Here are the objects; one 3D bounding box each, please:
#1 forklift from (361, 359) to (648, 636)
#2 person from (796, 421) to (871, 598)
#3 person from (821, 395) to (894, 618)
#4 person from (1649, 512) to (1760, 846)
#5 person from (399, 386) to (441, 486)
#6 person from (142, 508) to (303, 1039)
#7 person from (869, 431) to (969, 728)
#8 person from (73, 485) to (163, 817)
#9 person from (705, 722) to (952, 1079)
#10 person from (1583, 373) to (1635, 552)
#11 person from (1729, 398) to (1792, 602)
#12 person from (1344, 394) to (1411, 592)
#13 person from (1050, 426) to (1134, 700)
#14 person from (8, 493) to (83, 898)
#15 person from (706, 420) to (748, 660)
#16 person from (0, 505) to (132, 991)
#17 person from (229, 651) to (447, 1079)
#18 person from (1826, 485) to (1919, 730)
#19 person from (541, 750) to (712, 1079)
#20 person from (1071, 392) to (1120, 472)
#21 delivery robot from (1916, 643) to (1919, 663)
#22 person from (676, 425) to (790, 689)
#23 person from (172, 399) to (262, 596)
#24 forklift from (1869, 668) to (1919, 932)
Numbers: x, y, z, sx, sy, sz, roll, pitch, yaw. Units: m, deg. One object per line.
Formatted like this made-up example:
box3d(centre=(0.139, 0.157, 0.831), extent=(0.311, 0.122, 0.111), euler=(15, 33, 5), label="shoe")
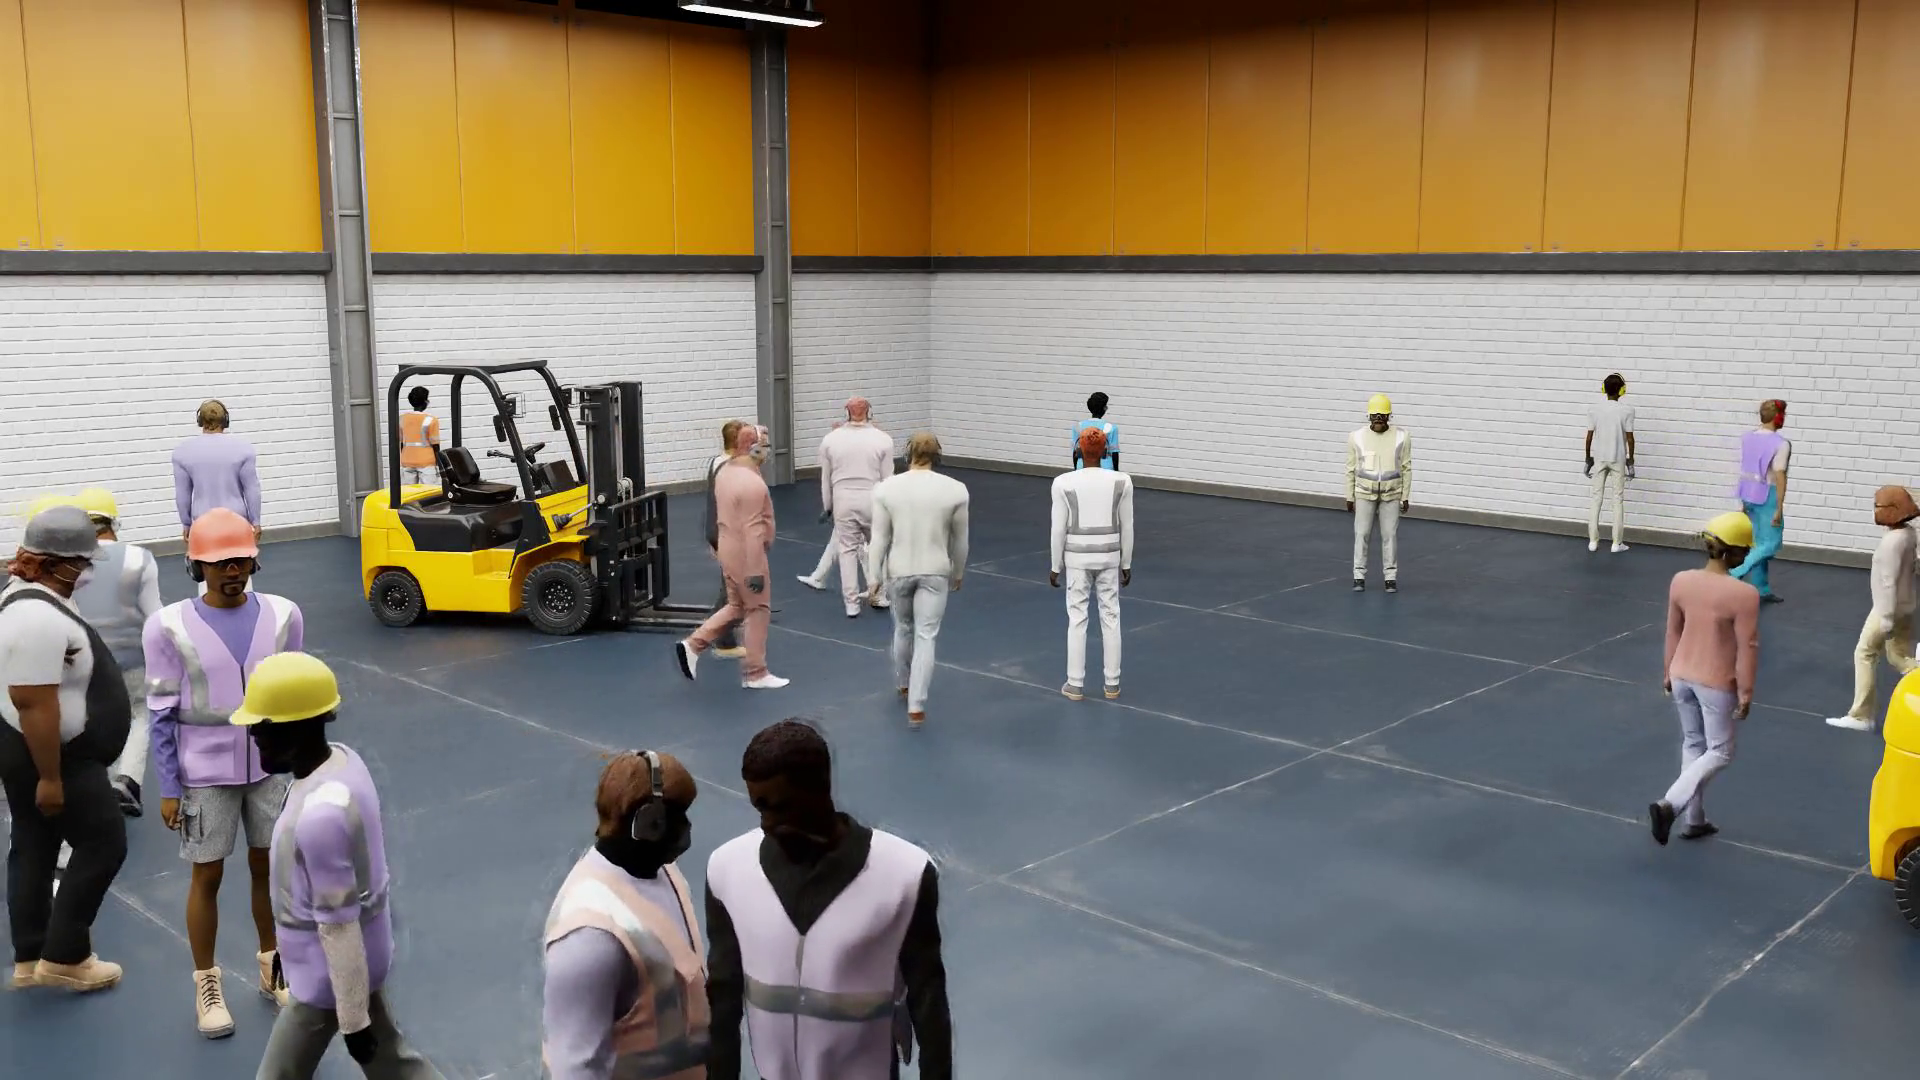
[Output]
box3d(centre=(-3.850, -0.407, 13.936), extent=(2.313, 2.155, 1.214), euler=(2, 9, 11), label="forklift")
box3d(centre=(-1.075, -0.267, 14.941), extent=(0.882, 1.587, 0.515), euler=(2, 9, 9), label="person")
box3d(centre=(-0.857, -0.298, 14.223), extent=(0.657, 1.877, 0.717), euler=(1, 9, 5), label="person")
box3d(centre=(3.734, 0.724, 8.413), extent=(0.622, 1.747, 0.538), euler=(-5, 10, -27), label="person")
box3d(centre=(-5.835, -0.815, 17.992), extent=(0.527, 1.690, 0.321), euler=(3, 10, 16), label="person")
box3d(centre=(-2.811, 0.886, 6.476), extent=(0.605, 2.044, 0.375), euler=(-9, 13, -44), label="person")
box3d(centre=(-0.257, 0.231, 10.953), extent=(0.645, 1.887, 1.039), euler=(1, 9, 8), label="person")
box3d(centre=(-4.518, 0.620, 8.807), extent=(0.587, 1.813, 0.537), euler=(-2, 9, -13), label="person")
box3d(centre=(-0.327, 1.355, 4.096), extent=(0.617, 1.882, 0.433), euler=(3, 10, 16), label="person")
box3d(centre=(6.785, -0.806, 17.375), extent=(0.521, 1.873, 0.328), euler=(6, 11, 34), label="person")
box3d(centre=(6.996, -0.327, 14.575), extent=(0.645, 1.828, 0.567), euler=(-2, 9, -11), label="person")
box3d(centre=(3.813, -0.425, 15.196), extent=(0.593, 1.824, 0.403), euler=(2, 9, 11), label="person")
box3d(centre=(0.902, 0.163, 11.398), extent=(0.573, 1.882, 0.355), euler=(-1, 9, -5), label="person")
box3d(centre=(-4.282, 0.737, 7.815), extent=(0.532, 1.897, 0.637), euler=(-4, 10, -21), label="person")
box3d(centre=(-1.707, 0.009, 12.514), extent=(0.400, 1.822, 0.555), euler=(-5, 11, -28), label="person")
box3d(centre=(-3.656, 0.842, 6.752), extent=(0.539, 2.000, 0.718), euler=(-7, 11, -36), label="person")
box3d(centre=(-1.800, 1.228, 4.887), extent=(0.983, 1.883, 0.600), euler=(-2, 10, -14), label="person")
box3d(centre=(5.928, 0.451, 10.458), extent=(0.505, 1.605, 0.698), euler=(-9, 13, -44), label="person")
box3d(centre=(-0.831, 1.403, 4.135), extent=(0.928, 1.793, 0.629), euler=(0, 9, 0), label="person")
box3d(centre=(1.400, -0.676, 17.105), extent=(0.539, 1.695, 0.318), euler=(5, 11, 30), label="person")
box3d(centre=(6.836, 0.812, 11.188), extent=(0.707, 0.478, 0.477), euler=(-1, 9, -7), label="delivery robot")
box3d(centre=(-1.575, 0.138, 11.554), extent=(0.703, 1.881, 0.672), euler=(-4, 10, -26), label="person")
box3d(centre=(-5.802, -0.136, 13.055), extent=(0.627, 1.941, 0.371), euler=(-2, 9, -11), label="person")
box3d(centre=(5.205, 0.723, 7.013), extent=(2.313, 2.155, 1.214), euler=(9, 13, 43), label="forklift")
